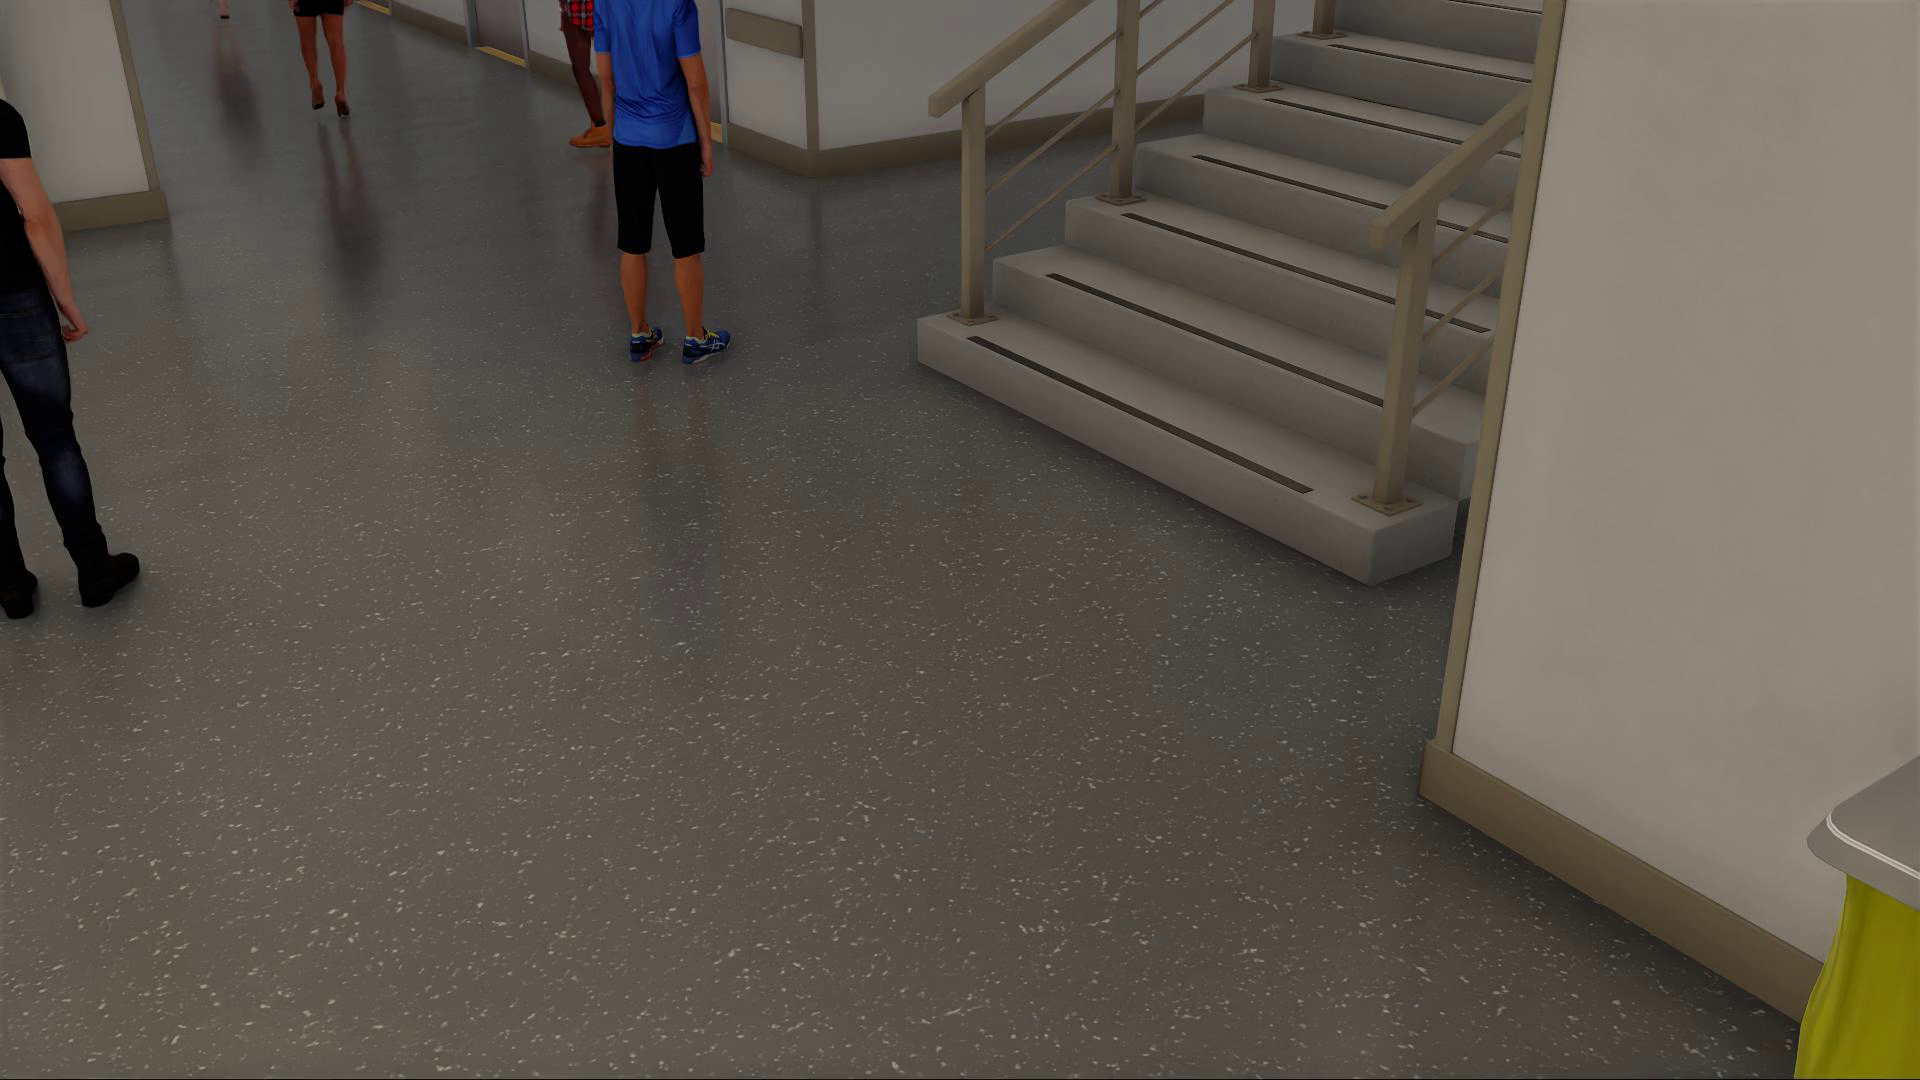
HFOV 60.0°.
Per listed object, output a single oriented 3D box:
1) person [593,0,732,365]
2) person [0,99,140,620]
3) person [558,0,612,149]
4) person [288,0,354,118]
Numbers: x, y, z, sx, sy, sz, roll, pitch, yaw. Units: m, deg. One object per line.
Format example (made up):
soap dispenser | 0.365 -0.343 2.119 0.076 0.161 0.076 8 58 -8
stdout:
person | -1.277 -1.662 6.940 0.700 1.868 0.751 6 26 12
person | -2.871 -0.680 4.872 0.613 1.895 0.801 -7 27 -15
person | -2.322 -3.436 10.812 0.676 1.701 0.933 -20 32 -35
person | -4.459 -3.762 11.566 0.631 1.633 0.725 -6 26 -13
